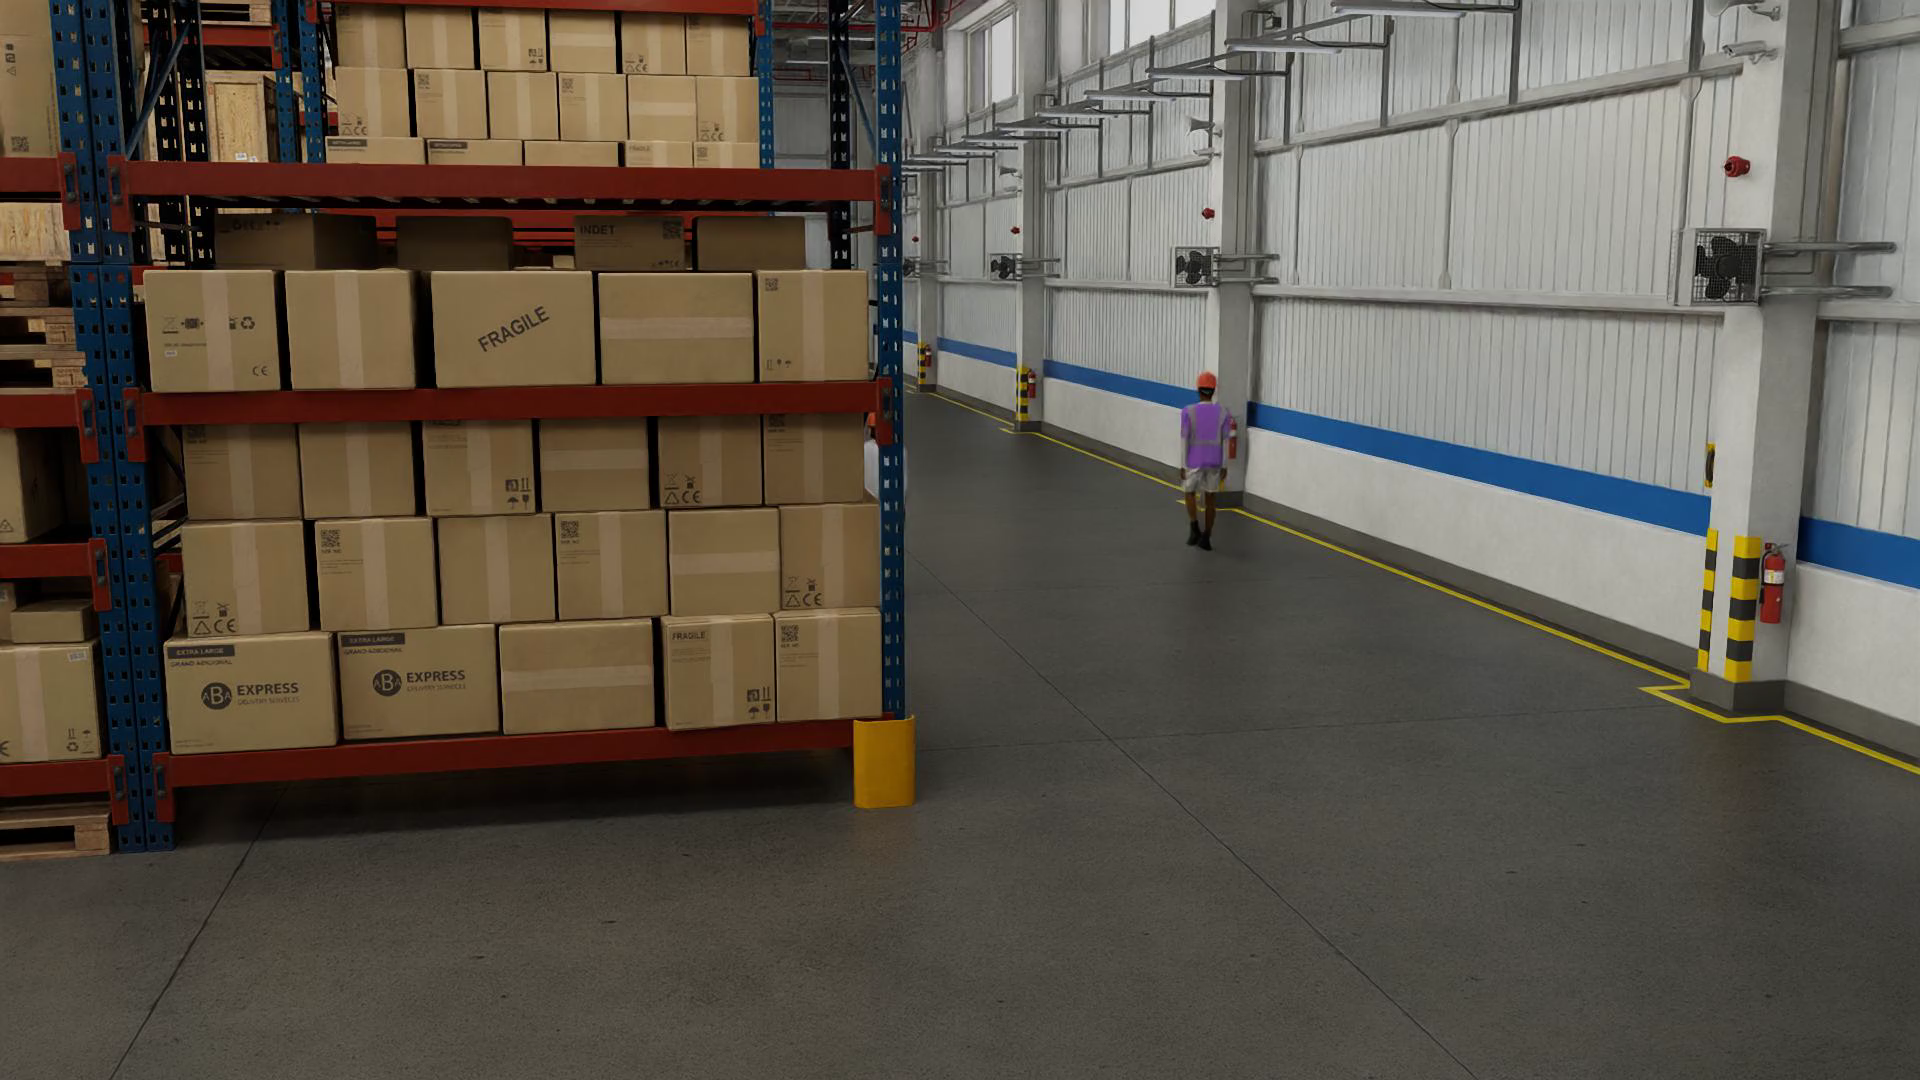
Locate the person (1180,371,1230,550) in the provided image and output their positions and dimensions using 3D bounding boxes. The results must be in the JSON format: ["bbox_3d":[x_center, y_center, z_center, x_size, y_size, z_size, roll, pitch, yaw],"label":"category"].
[{"bbox_3d":[2.621,-0.845,17.858,0.546,1.925,0.415,0,9,-1],"label":"person"}]

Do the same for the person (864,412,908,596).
[{"bbox_3d":[-0.755,-0.347,15.360,0.562,1.741,0.375,-1,9,-8],"label":"person"}]
